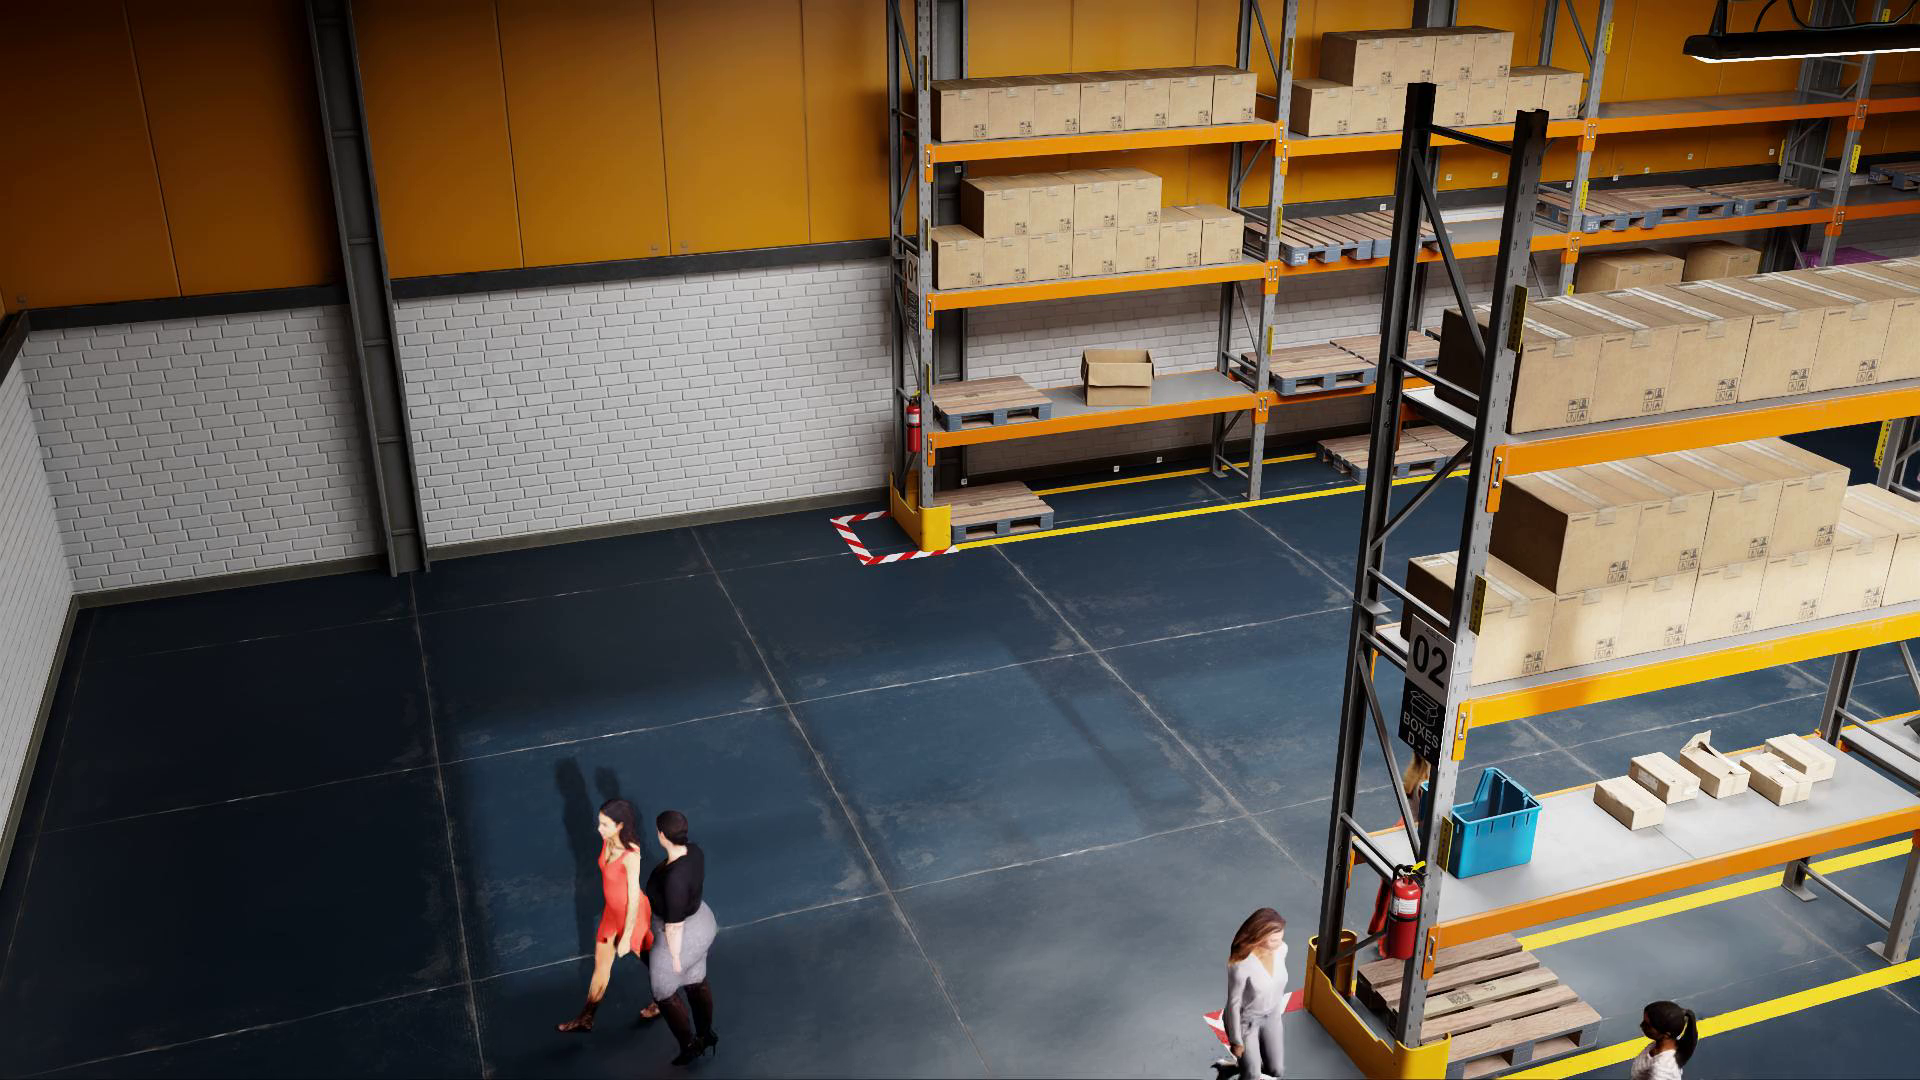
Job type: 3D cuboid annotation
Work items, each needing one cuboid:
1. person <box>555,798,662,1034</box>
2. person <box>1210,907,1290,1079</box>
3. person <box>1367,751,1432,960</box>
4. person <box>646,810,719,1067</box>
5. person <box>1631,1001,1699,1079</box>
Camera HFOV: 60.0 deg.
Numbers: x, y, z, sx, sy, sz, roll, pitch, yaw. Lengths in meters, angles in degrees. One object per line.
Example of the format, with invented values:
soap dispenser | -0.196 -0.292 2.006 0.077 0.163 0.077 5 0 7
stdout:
person | -2.047 2.375 10.655 1.121 1.684 0.865 -19 30 -37
person | 1.629 2.787 9.645 0.811 1.737 0.798 -18 30 -36
person | 3.048 2.061 11.229 0.759 1.799 0.753 3 24 7
person | -1.620 2.493 10.329 0.807 1.727 0.798 2 24 5
person | 3.781 3.168 8.911 0.864 1.625 0.807 12 26 25
